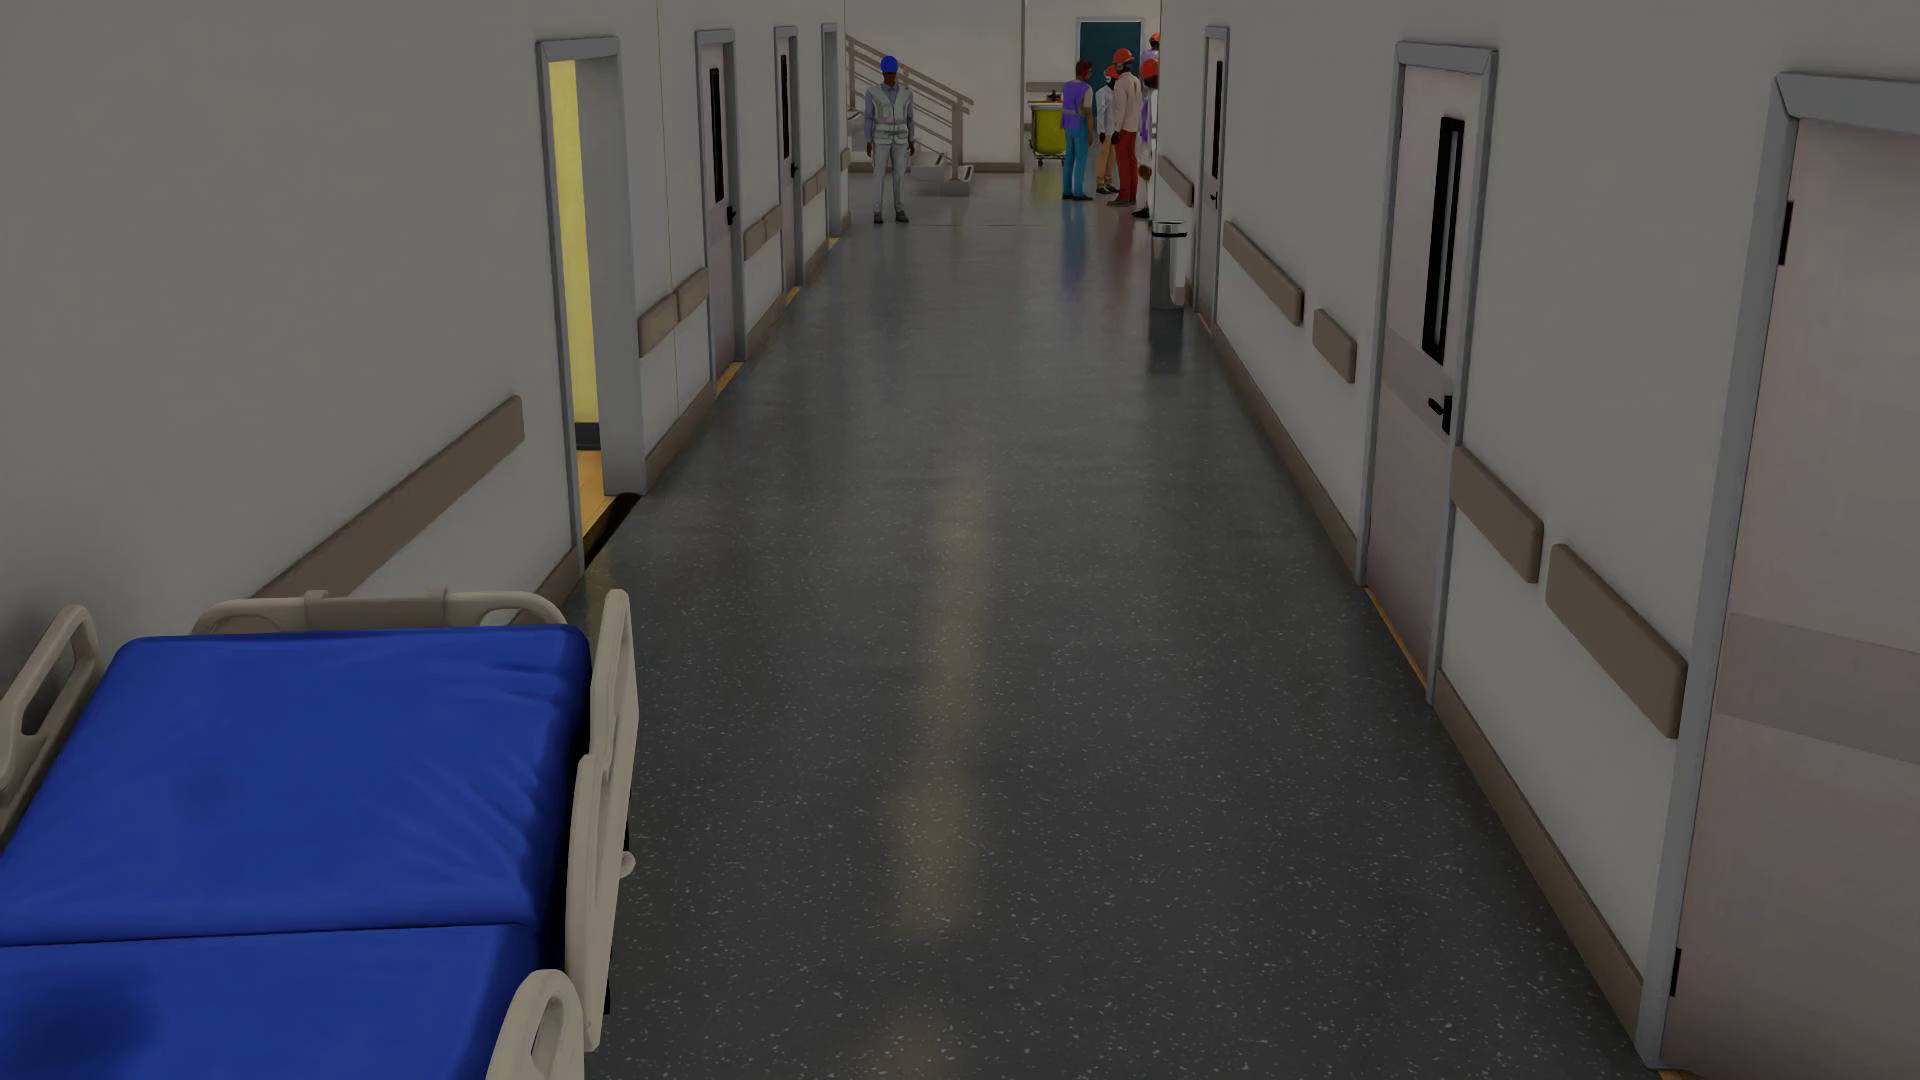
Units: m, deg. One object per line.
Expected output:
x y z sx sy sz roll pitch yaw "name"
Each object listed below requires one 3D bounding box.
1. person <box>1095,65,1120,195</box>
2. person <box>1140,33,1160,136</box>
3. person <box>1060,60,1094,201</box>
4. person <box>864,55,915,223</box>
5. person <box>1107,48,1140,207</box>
2.083 -5.669 22.990 0.337 1.742 0.562 11 21 30 "person"
3.909 -9.186 33.594 0.612 2.029 0.409 16 24 42 "person"
1.561 -5.442 22.148 0.404 1.830 0.573 -12 21 -33 "person"
-0.831 -4.754 19.785 0.618 1.945 0.395 -6 19 -17 "person"
2.105 -5.307 21.449 0.396 1.990 0.621 9 20 27 "person"
